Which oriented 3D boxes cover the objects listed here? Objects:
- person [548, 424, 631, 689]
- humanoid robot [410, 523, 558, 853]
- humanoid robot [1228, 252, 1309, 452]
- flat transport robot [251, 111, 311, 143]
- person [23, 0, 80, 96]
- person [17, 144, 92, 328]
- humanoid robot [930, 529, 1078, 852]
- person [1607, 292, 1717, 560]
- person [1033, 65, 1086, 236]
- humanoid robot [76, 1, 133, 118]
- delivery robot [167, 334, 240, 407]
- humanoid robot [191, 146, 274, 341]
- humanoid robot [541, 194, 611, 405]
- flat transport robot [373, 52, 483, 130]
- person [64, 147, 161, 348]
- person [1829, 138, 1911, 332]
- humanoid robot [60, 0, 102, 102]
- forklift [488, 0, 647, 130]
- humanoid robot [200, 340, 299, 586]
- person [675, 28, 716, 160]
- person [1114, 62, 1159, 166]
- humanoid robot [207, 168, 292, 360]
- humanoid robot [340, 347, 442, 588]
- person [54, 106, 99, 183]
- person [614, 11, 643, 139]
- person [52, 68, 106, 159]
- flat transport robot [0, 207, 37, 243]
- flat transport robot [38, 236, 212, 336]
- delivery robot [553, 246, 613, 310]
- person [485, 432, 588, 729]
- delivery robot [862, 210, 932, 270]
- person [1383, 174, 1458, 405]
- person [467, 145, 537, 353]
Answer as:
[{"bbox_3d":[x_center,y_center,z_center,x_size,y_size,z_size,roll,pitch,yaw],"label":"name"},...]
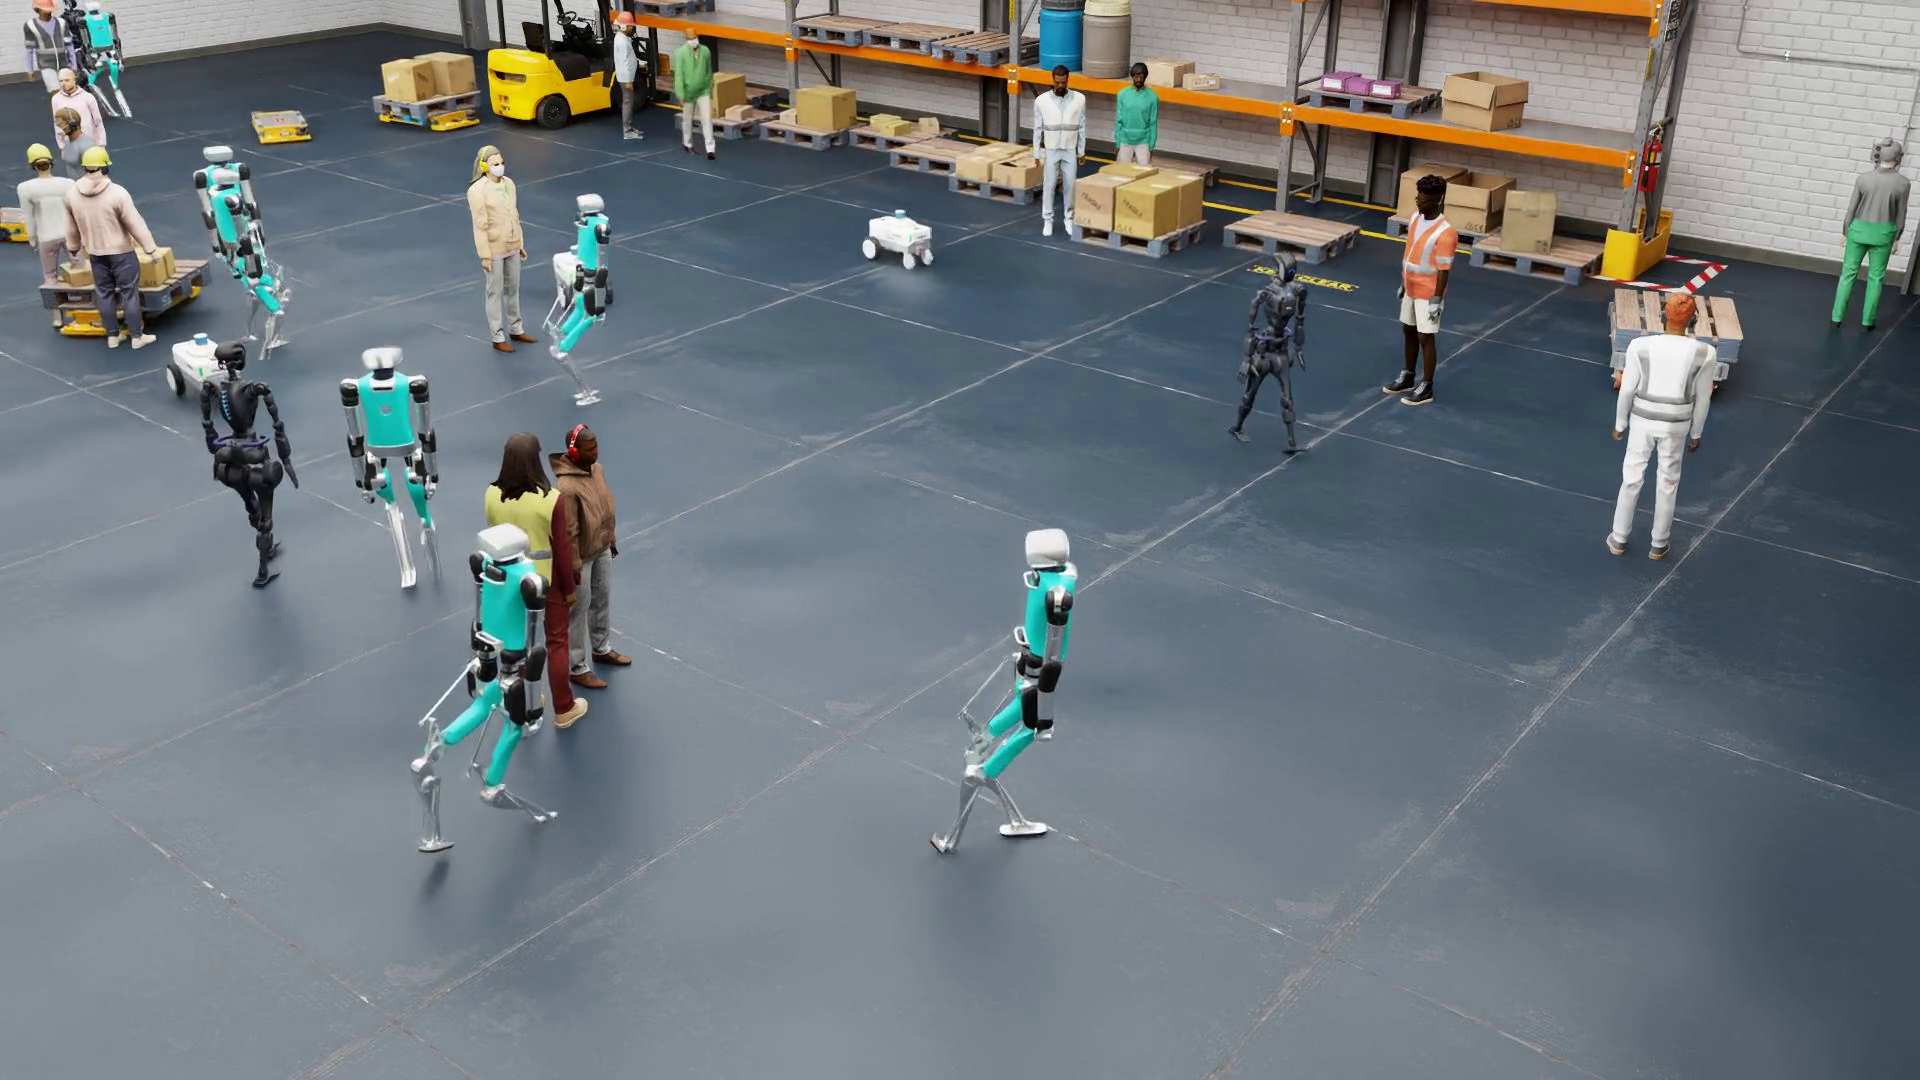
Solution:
[{"bbox_3d":[-2.204,0.080,9.824,0.308,1.646,0.461,9,27,19],"label":"person"},{"bbox_3d":[-2.440,0.866,8.183,0.537,1.779,1.019,21,33,36],"label":"humanoid robot"},{"bbox_3d":[2.463,-1.474,13.053,0.616,1.618,0.778,-13,29,-26],"label":"humanoid robot"},{"bbox_3d":[-9.748,-5.929,23.849,0.659,0.231,1.431,-12,28,-23],"label":"flat transport robot"},{"bbox_3d":[-12.811,-6.692,23.452,0.889,1.997,0.631,18,31,33],"label":"person"},{"bbox_3d":[-8.586,-2.881,15.838,0.530,1.744,0.436,-18,31,-32],"label":"person"},{"bbox_3d":[0.144,0.814,8.281,0.834,1.851,0.547,-2,26,-5],"label":"humanoid robot"},{"bbox_3d":[4.748,-0.766,11.303,0.573,1.883,0.355,10,27,20],"label":"person"},{"bbox_3d":[1.122,-4.404,18.812,0.595,1.908,0.408,-3,26,-7],"label":"person"},{"bbox_3d":[-12.619,-7.029,24.423,0.559,1.741,0.890,-22,34,-38],"label":"humanoid robot"},{"bbox_3d":[-6.486,-1.486,14.307,0.499,0.585,0.765,-21,33,-36],"label":"delivery robot"},{"bbox_3d":[-6.658,-2.743,15.576,0.791,1.786,0.530,20,32,36],"label":"humanoid robot"},{"bbox_3d":[-3.254,-1.996,13.994,0.713,1.761,0.537,-15,30,-29],"label":"humanoid robot"},{"bbox_3d":[-7.819,-6.248,24.509,1.431,0.231,0.659,16,30,30],"label":"flat transport robot"},{"bbox_3d":[-7.798,-2.659,15.255,0.825,1.853,0.435,1,26,1],"label":"person"},{"bbox_3d":[8.636,-2.895,15.759,0.511,1.842,0.340,15,29,28],"label":"person"},{"bbox_3d":[-13.569,-7.582,25.653,0.352,1.650,0.599,8,27,16],"label":"humanoid robot"},{"bbox_3d":[-5.874,-7.334,24.552,1.214,2.155,2.313,19,32,34],"label":"forklift"},{"bbox_3d":[-4.725,-0.556,11.117,0.610,1.636,0.642,3,26,7],"label":"humanoid robot"},{"bbox_3d":[-3.537,-5.980,22.273,0.577,1.728,0.962,-10,28,-21],"label":"person"},{"bbox_3d":[2.040,-4.607,19.305,0.496,1.843,0.404,5,26,10],"label":"person"},{"bbox_3d":[-6.323,-2.485,15.098,0.715,1.840,0.554,-22,33,-38],"label":"humanoid robot"},{"bbox_3d":[-3.652,-0.422,10.876,0.544,1.901,0.731,-6,26,-12],"label":"humanoid robot"},{"bbox_3d":[-8.674,-3.353,16.613,0.375,1.934,0.628,-22,33,-38],"label":"person"},{"bbox_3d":[-4.670,-6.545,23.430,0.352,1.742,0.572,-5,26,-11],"label":"person"},{"bbox_3d":[-10.150,-4.553,19.257,0.528,1.783,0.400,-6,26,-13],"label":"person"},{"bbox_3d":[-11.054,-3.620,19.068,1.431,0.231,0.659,4,26,8],"label":"flat transport robot"},{"bbox_3d":[-8.138,-2.308,16.351,0.659,0.231,1.431,2,26,4],"label":"flat transport robot"},{"bbox_3d":[-3.839,-2.664,16.744,0.499,0.582,0.765,-12,28,-24],"label":"delivery robot"},{"bbox_3d":[-2.390,0.244,9.348,0.471,1.763,0.363,7,27,14],"label":"person"},{"bbox_3d":[-0.666,-3.272,18.023,0.499,0.599,0.784,-23,34,-39],"label":"delivery robot"},{"bbox_3d":[3.895,-2.110,14.007,0.374,1.958,0.596,-7,27,-14],"label":"person"},{"bbox_3d":[-4.237,-2.679,15.274,0.414,1.877,0.551,13,29,25],"label":"person"}]
